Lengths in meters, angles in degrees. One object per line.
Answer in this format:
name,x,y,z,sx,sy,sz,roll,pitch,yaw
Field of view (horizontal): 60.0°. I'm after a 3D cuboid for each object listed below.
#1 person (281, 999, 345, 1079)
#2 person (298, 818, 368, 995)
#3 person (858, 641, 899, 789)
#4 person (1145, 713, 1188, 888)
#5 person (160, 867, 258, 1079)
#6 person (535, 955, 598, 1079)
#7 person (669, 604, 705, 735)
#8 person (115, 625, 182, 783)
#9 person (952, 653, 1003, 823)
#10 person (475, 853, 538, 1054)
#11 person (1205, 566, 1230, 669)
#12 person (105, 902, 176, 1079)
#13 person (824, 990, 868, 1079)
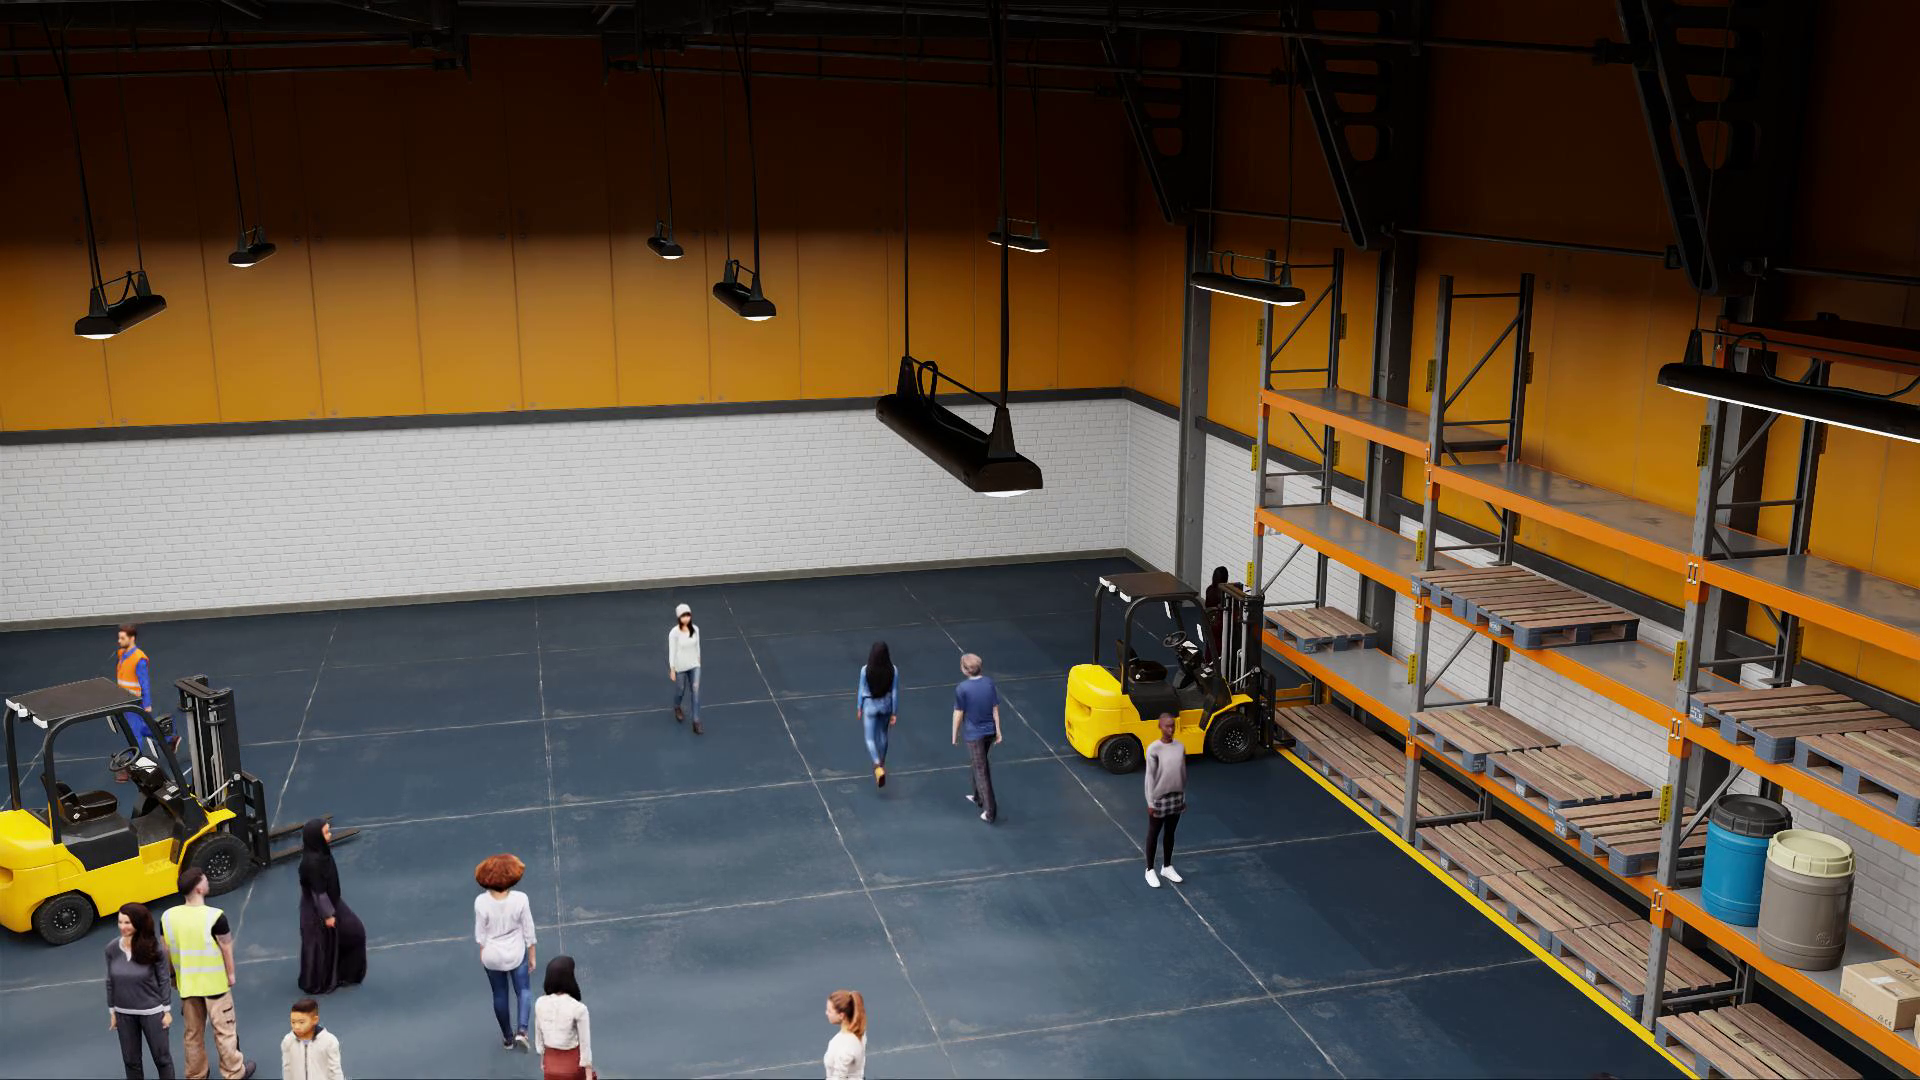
person,-4.565,3.914,11.881,0.696,1.442,0.770,0,14,2
person,-5.651,3.188,14.517,0.807,1.613,0.837,1,14,3
person,-0.940,2.025,19.163,0.631,1.686,1.098,-3,14,-12
person,2.048,2.581,16.686,0.655,1.772,0.601,-7,15,-26
person,-5.911,3.433,13.010,0.774,1.845,0.799,0,14,0
person,-2.805,3.803,11.718,0.753,1.734,0.799,4,14,15
person,-3.501,1.607,21.061,0.780,1.606,1.175,-8,16,-28
person,-9.596,1.869,19.473,1.148,1.844,1.144,10,17,35
person,0.270,2.183,18.208,0.862,1.828,1.023,-7,15,-27
person,-3.699,3.395,13.483,0.665,1.697,0.835,-2,14,-9
person,3.486,1.206,22.395,0.774,1.758,0.618,-7,15,-28
person,-6.213,3.568,12.620,0.655,1.767,0.594,0,14,-2
person,-0.699,3.892,11.430,0.911,1.697,0.983,2,14,8
